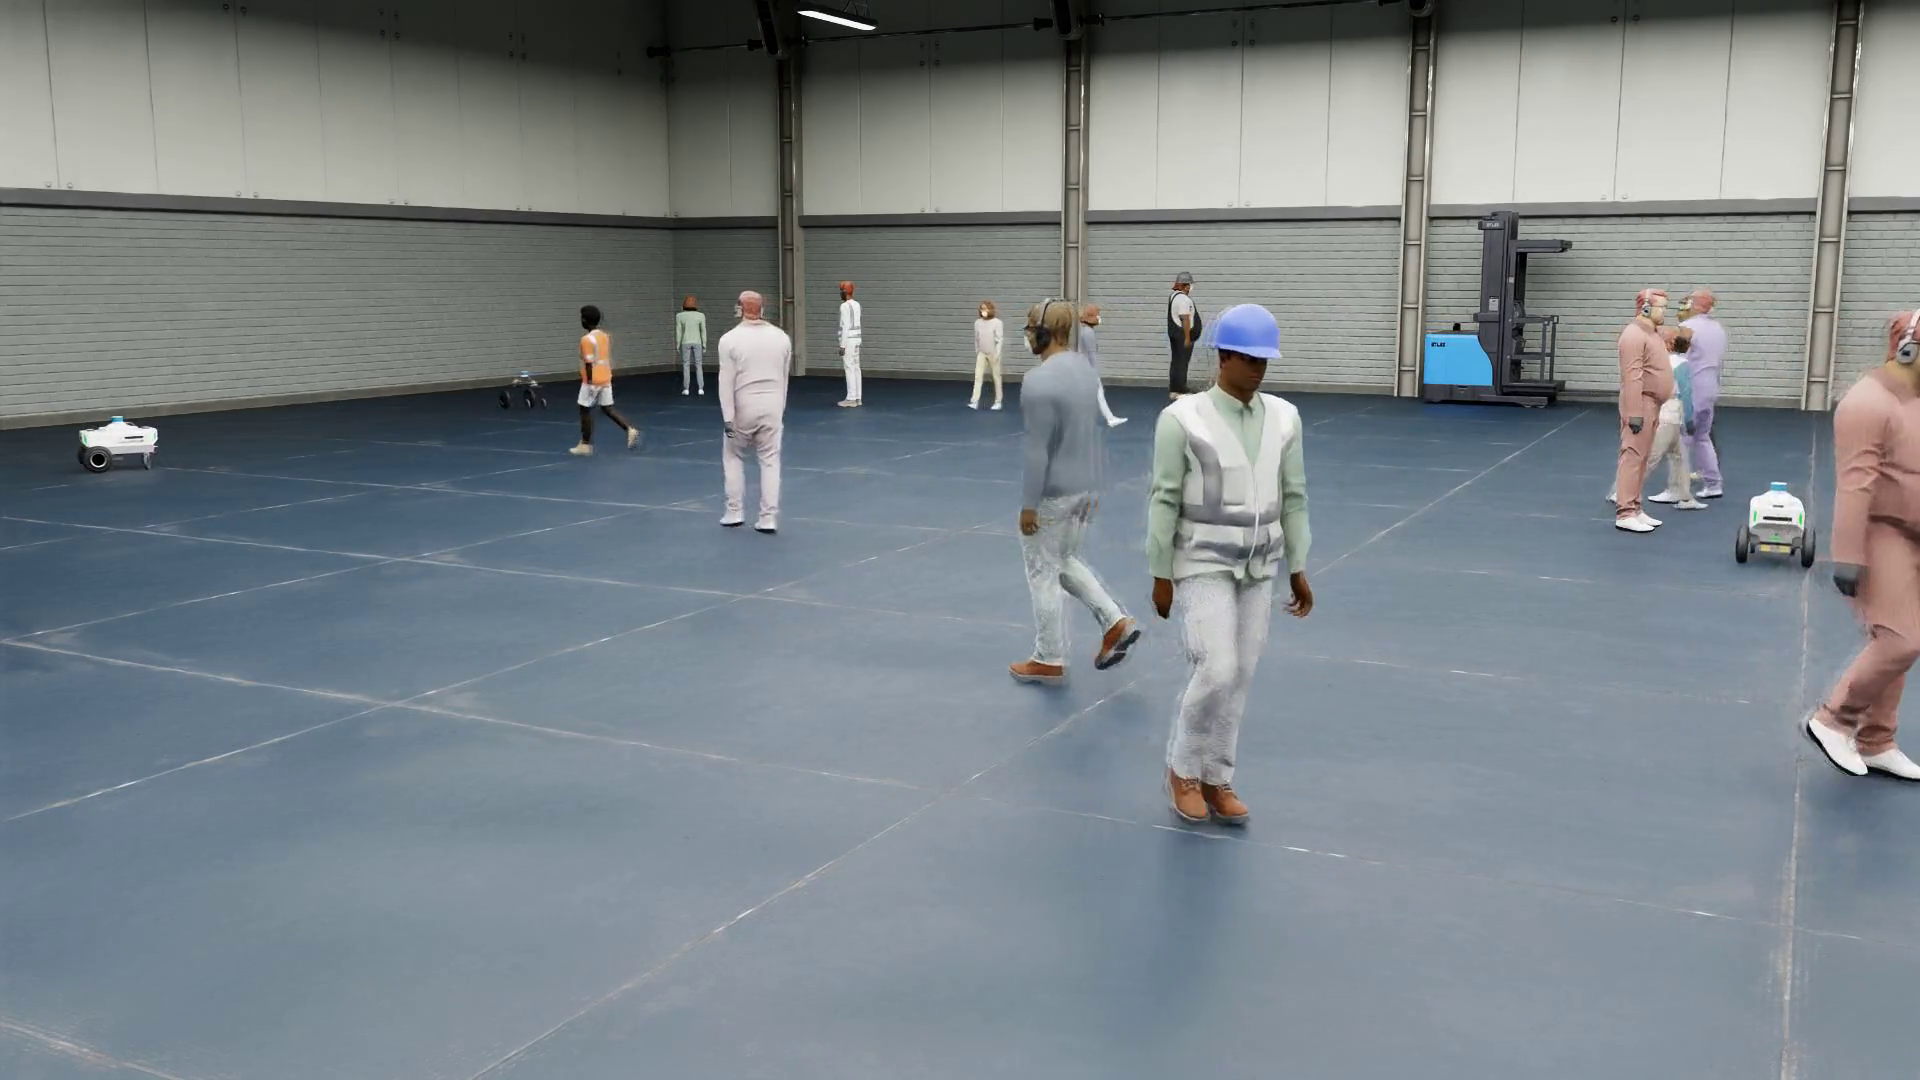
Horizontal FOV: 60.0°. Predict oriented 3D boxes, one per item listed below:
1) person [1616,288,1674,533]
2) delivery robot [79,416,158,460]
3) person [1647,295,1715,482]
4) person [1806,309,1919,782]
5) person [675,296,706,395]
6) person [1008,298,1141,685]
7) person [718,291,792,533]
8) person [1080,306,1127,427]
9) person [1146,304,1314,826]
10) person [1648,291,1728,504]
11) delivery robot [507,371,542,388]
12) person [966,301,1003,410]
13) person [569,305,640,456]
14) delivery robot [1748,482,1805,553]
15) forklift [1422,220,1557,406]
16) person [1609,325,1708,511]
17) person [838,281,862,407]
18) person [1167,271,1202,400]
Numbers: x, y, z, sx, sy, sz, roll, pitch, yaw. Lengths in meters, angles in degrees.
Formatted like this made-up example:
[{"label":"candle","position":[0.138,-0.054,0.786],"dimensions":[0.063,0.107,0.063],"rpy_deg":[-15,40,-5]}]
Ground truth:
[{"label":"person","position":[5.432,-1.034,13.200],"dimensions":[0.411,1.910,0.643],"rpy_deg":[6,11,32]},{"label":"delivery robot","position":[-8.733,-1.044,17.270],"dimensions":[0.707,0.478,0.477],"rpy_deg":[-6,11,-34]},{"label":"person","position":[6.982,-1.468,16.191],"dimensions":[0.924,1.801,0.542],"rpy_deg":[1,9,4]},{"label":"person","position":[3.747,0.031,6.652],"dimensions":[0.678,1.894,0.418],"rpy_deg":[-7,12,-37]},{"label":"person","position":[-4.450,-3.218,27.515],"dimensions":[0.508,1.632,0.265],"rpy_deg":[-2,10,-15]},{"label":"person","position":[0.534,-0.225,8.194],"dimensions":[0.558,1.924,0.626],"rpy_deg":[5,10,28]},{"label":"person","position":[-1.661,-1.014,13.156],"dimensions":[0.646,1.880,0.729],"rpy_deg":[-5,10,-28]},{"label":"person","position":[1.715,-2.236,21.600],"dimensions":[0.880,1.579,0.512],"rpy_deg":[1,9,8]},{"label":"person","position":[1.002,0.106,6.109],"dimensions":[0.605,1.928,0.450],"rpy_deg":[-5,10,-26]},{"label":"person","position":[6.491,-1.262,14.752],"dimensions":[0.722,1.876,0.441],"rpy_deg":[-7,11,-35]},{"label":"delivery robot","position":[-6.519,-2.408,24.871],"dimensions":[0.335,0.223,0.698],"rpy_deg":[-9,12,-43]},{"label":"person","position":[0.392,-2.684,24.336],"dimensions":[0.513,1.595,0.820],"rpy_deg":[5,10,27]},{"label":"person","position":[-3.984,-1.775,18.479],"dimensions":[0.738,1.674,0.530],"rpy_deg":[3,10,18]},{"label":"delivery robot","position":[5.827,-0.169,11.869],"dimensions":[0.477,0.478,0.707],"rpy_deg":[4,10,24]},{"label":"forklift","position":[8.245,-3.527,25.720],"dimensions":[1.873,2.768,1.129],"rpy_deg":[5,10,27]},{"label":"person","position":[5.956,-1.023,14.110],"dimensions":[0.875,1.590,0.493],"rpy_deg":[0,9,3]},{"label":"person","position":[-1.673,-2.968,25.203],"dimensions":[0.338,1.882,0.582],"rpy_deg":[3,10,19]},{"label":"person","position":[3.596,-3.247,26.576],"dimensions":[0.535,2.000,0.690],"rpy_deg":[-2,9,-11]}]
